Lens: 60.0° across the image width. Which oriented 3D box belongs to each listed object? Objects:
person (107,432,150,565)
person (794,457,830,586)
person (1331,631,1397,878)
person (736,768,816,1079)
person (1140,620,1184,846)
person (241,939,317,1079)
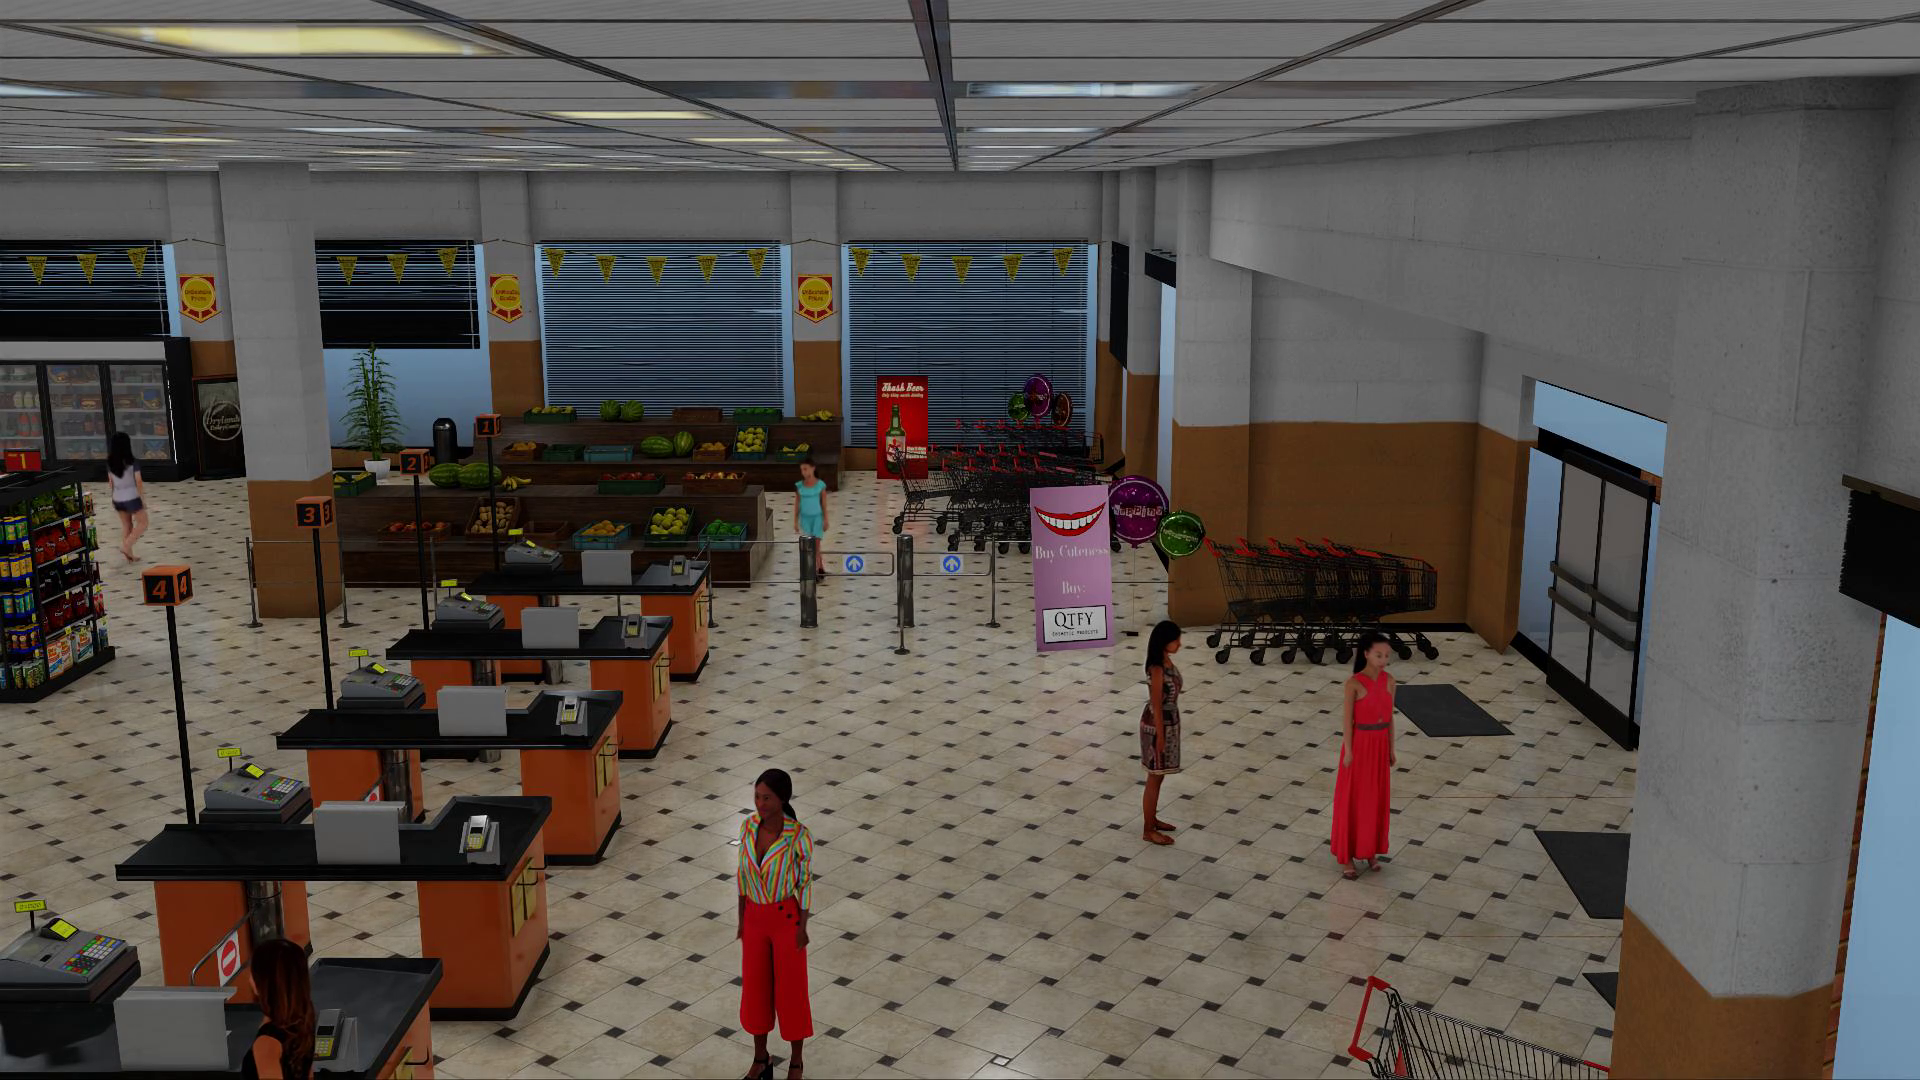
[{"bbox_3d":[-10.573,-0.499,21.031,0.687,1.695,0.709,1,12,7],"label":"person"},{"bbox_3d":[-1.763,-0.240,20.209,0.891,1.526,0.763,3,12,13],"label":"person"},{"bbox_3d":[2.825,1.475,11.562,0.630,1.732,0.753,-5,13,-21],"label":"person"},{"bbox_3d":[-0.969,2.048,8.694,0.576,1.793,0.723,4,13,18],"label":"person"},{"bbox_3d":[1.464,1.385,12.209,0.599,1.643,0.693,2,12,12],"label":"person"},{"bbox_3d":[-2.660,2.457,6.652,0.529,1.834,0.588,1,12,3],"label":"person"}]
